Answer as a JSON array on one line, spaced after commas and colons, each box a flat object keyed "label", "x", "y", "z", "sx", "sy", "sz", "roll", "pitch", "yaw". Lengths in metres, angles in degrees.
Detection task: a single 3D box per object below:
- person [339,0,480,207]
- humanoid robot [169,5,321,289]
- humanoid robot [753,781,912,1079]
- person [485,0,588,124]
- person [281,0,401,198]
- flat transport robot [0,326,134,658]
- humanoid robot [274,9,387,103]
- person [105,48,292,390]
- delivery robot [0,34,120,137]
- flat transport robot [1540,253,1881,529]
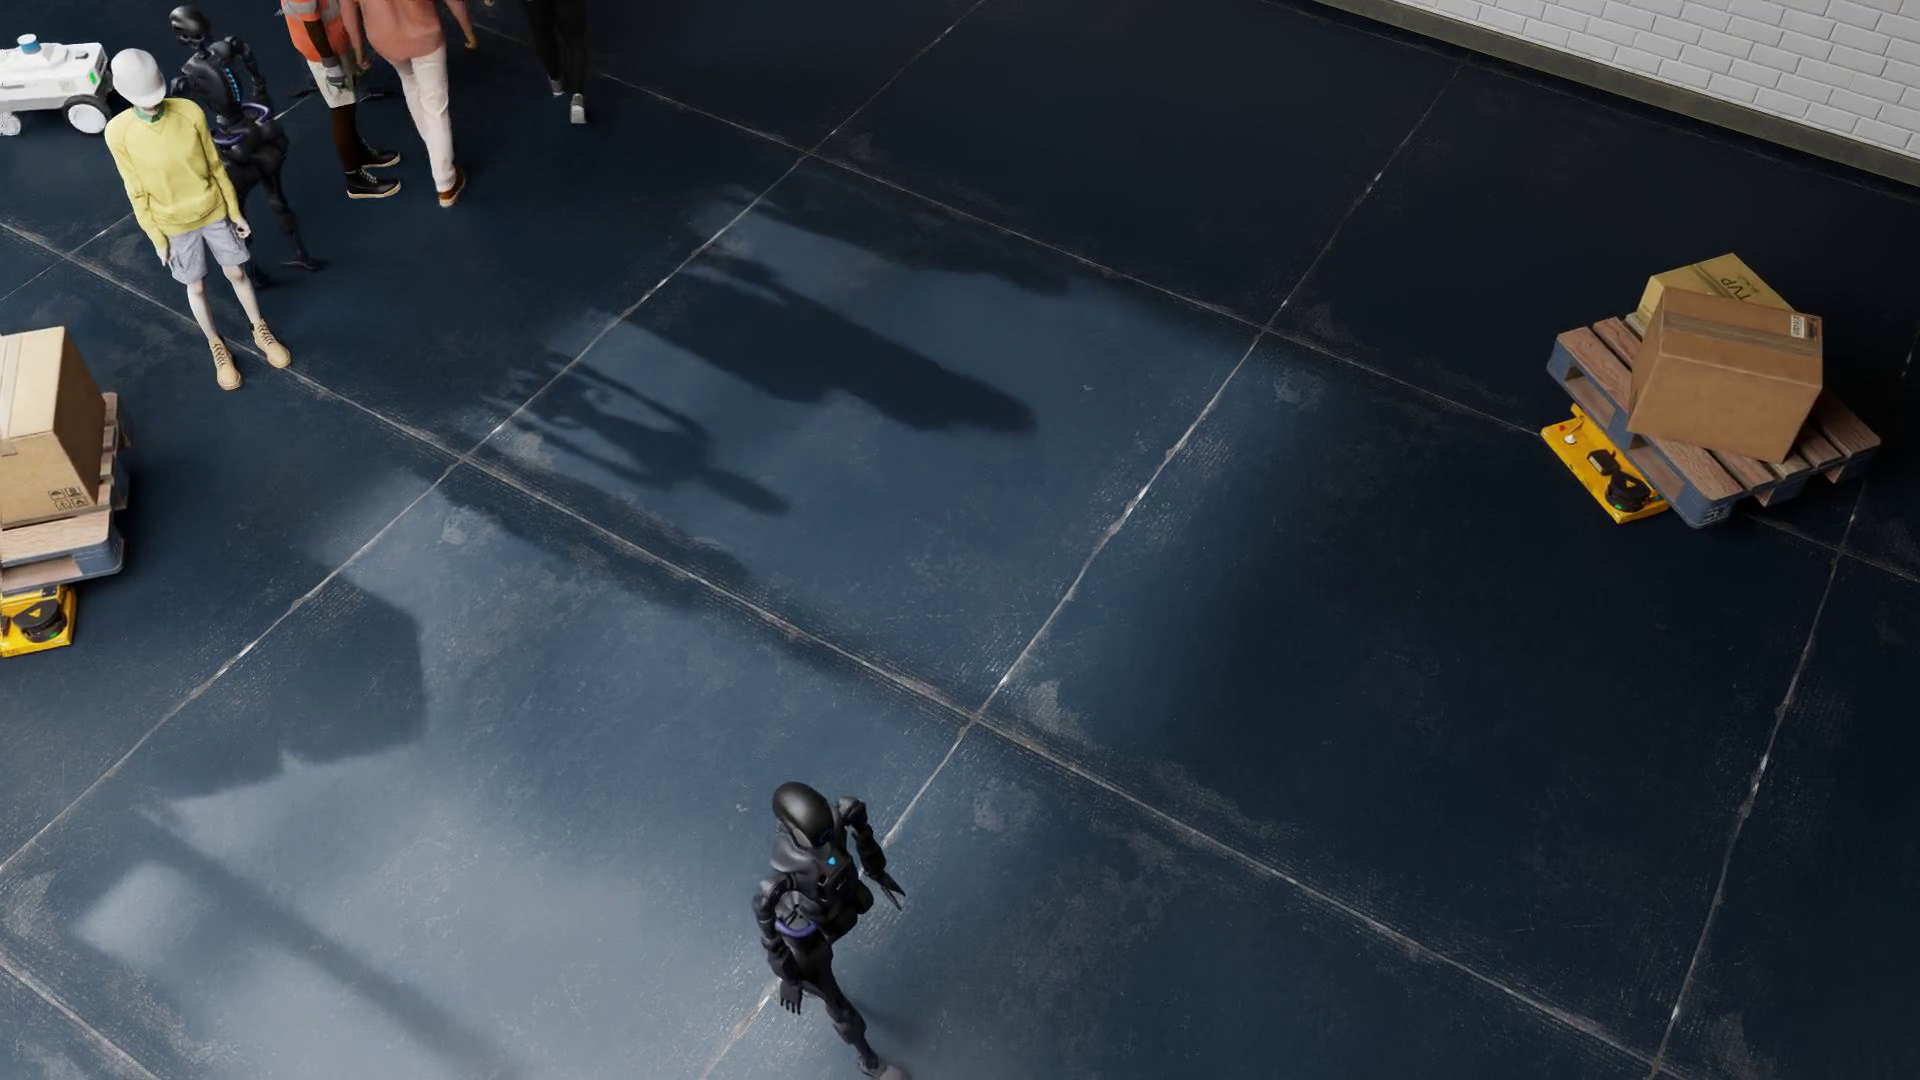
[{"label": "person", "x": -2.993, "y": -2.848, "z": 9.175, "sx": 0.656, "sy": 1.962, "sz": 0.808, "roll": 2, "pitch": 49, "yaw": 2}, {"label": "humanoid robot", "x": -3.783, "y": -2.066, "z": 8.682, "sx": 0.416, "sy": 1.645, "sz": 0.598, "roll": 20, "pitch": 52, "yaw": 17}, {"label": "humanoid robot", "x": -0.443, "y": 1.307, "z": 5.770, "sx": 0.786, "sy": 1.631, "sz": 0.607, "roll": 31, "pitch": 56, "yaw": 24}, {"label": "person", "x": -2.398, "y": -3.256, "z": 9.691, "sx": 0.786, "sy": 1.725, "sz": 0.748, "roll": -8, "pitch": 49, "yaw": -7}, {"label": "person", "x": -3.463, "y": -2.771, "z": 9.120, "sx": 0.374, "sy": 1.958, "sz": 0.605, "roll": -11, "pitch": 50, "yaw": -10}, {"label": "flat transport robot", "x": -4.507, "y": -0.028, "z": 7.840, "sx": 0.659, "sy": 0.231, "sz": 1.431, "roll": -12, "pitch": 50, "yaw": -10}, {"label": "humanoid robot", "x": -3.887, "y": -3.277, "z": 9.766, "sx": 0.626, "sy": 1.644, "sz": 0.595, "roll": -12, "pitch": 50, "yaw": -10}, {"label": "person", "x": -3.745, "y": -1.568, "z": 8.116, "sx": 0.471, "sy": 1.885, "sz": 0.401, "roll": -28, "pitch": 55, "yaw": -22}, {"label": "delivery robot", "x": -5.496, "y": -2.769, "z": 10.042, "sx": 0.782, "sy": 0.589, "sz": 0.499, "roll": -6, "pitch": 49, "yaw": -5}, {"label": "flat transport robot", "x": 3.701, "y": -0.543, "z": 8.290, "sx": 1.431, "sy": 0.231, "sz": 0.659, "roll": -17, "pitch": 51, "yaw": -14}]
